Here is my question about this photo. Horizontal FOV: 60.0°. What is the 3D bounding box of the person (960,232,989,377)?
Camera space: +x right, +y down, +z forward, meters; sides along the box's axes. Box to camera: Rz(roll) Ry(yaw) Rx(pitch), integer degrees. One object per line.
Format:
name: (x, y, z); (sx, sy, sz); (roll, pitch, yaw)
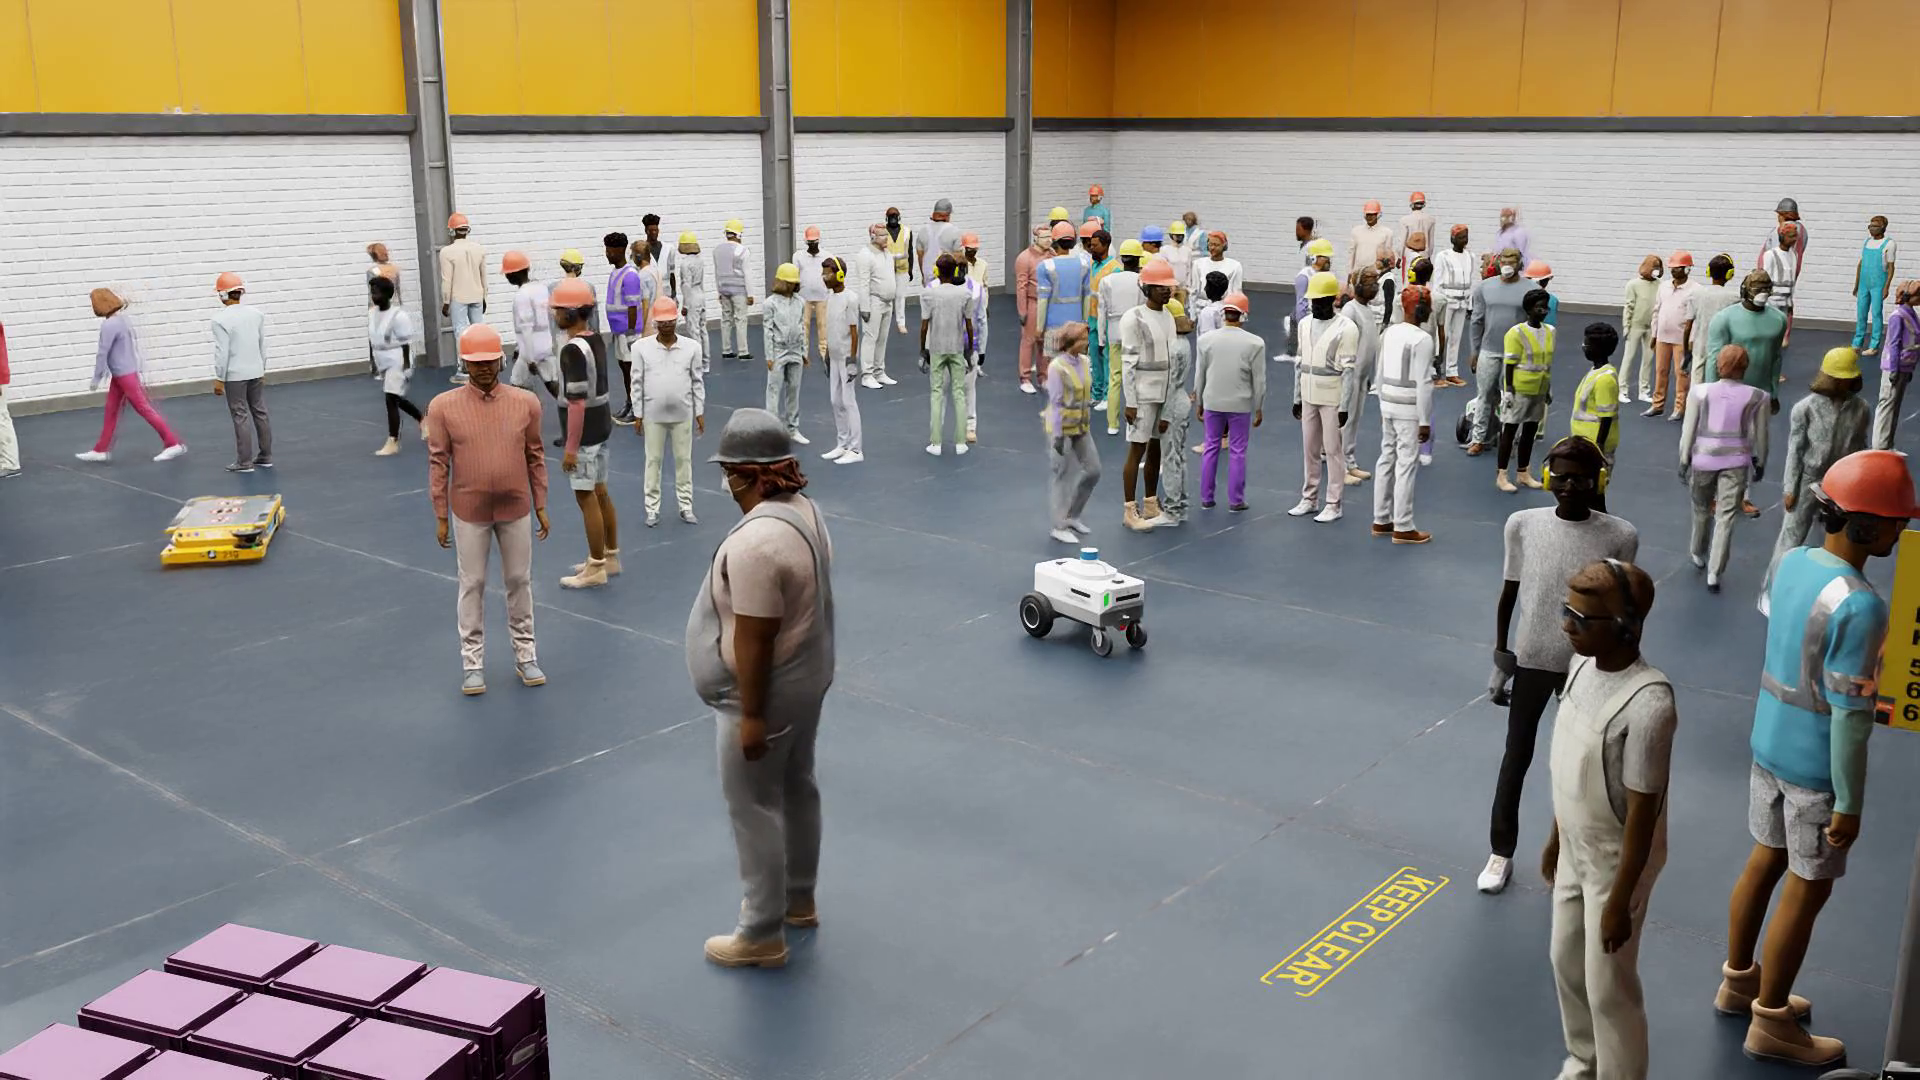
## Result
person: (0.120, -2.818, 20.017); (0.572, 1.750, 0.330); (-9, 17, -33)

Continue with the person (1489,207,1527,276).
person: (7.884, -3.866, 23.991); (0.978, 1.865, 0.657); (-3, 14, -14)

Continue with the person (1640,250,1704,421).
person: (7.379, -2.112, 17.193); (0.330, 1.751, 0.565); (-9, 17, -31)

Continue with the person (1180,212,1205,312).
person: (3.758, -4.527, 27.095); (0.538, 1.623, 0.346); (10, 17, 36)

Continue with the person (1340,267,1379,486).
person: (3.368, -1.395, 14.144); (0.342, 1.845, 0.506); (9, 17, 32)

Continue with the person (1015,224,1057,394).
person: (0.929, -2.636, 18.981); (0.643, 1.908, 0.399); (-11, 18, -38)

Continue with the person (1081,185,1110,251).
person: (2.309, -5.083, 28.573); (0.375, 1.997, 0.612); (-12, 19, -41)

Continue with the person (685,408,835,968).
person: (-0.731, 0.515, 6.115); (0.535, 2.000, 0.696); (3, 14, 12)

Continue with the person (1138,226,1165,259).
person: (2.095, -2.435, 18.136); (0.409, 1.939, 0.638); (2, 14, 10)

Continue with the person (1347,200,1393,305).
person: (5.651, -3.690, 23.010); (0.609, 1.995, 0.376); (7, 15, 25)

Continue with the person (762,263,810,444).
person: (-1.637, -1.752, 15.783); (0.484, 1.742, 0.305); (-13, 19, -41)

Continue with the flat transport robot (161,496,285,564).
flat transport robot: (-5.380, -0.106, 12.186); (0.652, 0.197, 1.431); (-4, 15, -15)

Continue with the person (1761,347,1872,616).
person: (5.270, -0.320, 10.149); (0.557, 1.734, 0.508); (-1, 14, -3)

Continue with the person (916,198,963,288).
person: (-0.227, -3.615, 22.621); (0.683, 2.000, 0.536); (8, 16, 28)

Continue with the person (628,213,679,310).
person: (-3.714, -2.979, 20.228); (0.618, 1.963, 0.361); (-8, 16, -31)

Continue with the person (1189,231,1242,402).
person: (2.785, -2.434, 18.220); (0.572, 1.883, 0.358); (7, 15, 24)

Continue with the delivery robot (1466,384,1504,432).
delivery robot: (5.157, -1.278, 16.103); (0.477, 0.478, 0.707); (9, 16, 31)

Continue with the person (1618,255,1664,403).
person: (7.518, -2.316, 18.280); (0.504, 1.628, 0.277); (-2, 14, -7)

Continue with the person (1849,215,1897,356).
person: (12.065, -3.361, 21.999); (0.326, 1.843, 0.515); (-6, 15, -22)

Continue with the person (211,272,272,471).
person: (-6.361, -1.482, 14.676); (0.327, 1.753, 0.563); (6, 15, 22)

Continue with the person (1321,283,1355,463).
person: (3.380, -1.466, 14.843); (0.307, 1.640, 0.525); (-2, 14, -8)

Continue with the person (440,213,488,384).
person: (-5.850, -2.846, 19.641); (0.379, 1.995, 0.612); (11, 18, 38)

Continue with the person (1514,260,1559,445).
person: (5.467, -1.784, 15.881); (0.328, 1.753, 0.560); (11, 18, 38)

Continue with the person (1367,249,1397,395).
person: (4.785, -2.463, 18.829); (0.307, 1.639, 0.525); (1, 14, 5)

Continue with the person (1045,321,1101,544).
person: (0.801, -0.780, 12.132); (0.358, 1.629, 0.555); (11, 18, 37)

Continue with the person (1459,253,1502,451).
person: (4.967, -1.755, 15.582); (0.389, 1.846, 0.567); (9, 16, 31)

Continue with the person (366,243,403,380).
person: (-6.875, -2.731, 19.943); (0.331, 1.626, 0.576); (5, 15, 21)

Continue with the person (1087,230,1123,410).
person: (1.527, -2.361, 17.854); (0.384, 1.918, 0.596); (-8, 16, -28)

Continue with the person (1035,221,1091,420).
person: (1.043, -2.239, 17.116); (0.608, 2.044, 0.377); (-6, 15, -24)

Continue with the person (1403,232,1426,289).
person: (5.982, -3.236, 21.929); (0.278, 1.634, 0.497); (0, 14, 0)

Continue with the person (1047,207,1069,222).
person: (1.353, -3.522, 22.478); (0.375, 1.929, 0.585); (4, 15, 15)

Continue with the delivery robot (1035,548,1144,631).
delivery robot: (0.763, 0.290, 9.838); (0.477, 0.478, 0.707); (-10, 17, -35)

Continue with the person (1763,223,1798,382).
person: (9.661, -2.797, 19.669); (0.577, 1.882, 0.349); (-9, 17, -32)

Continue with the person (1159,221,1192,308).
person: (2.845, -3.322, 22.005); (0.523, 1.769, 0.323); (-7, 16, -26)

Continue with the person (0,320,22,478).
person: (-8.445, -1.410, 14.421); (0.348, 1.740, 0.574); (-13, 19, -43)

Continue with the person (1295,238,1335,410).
person: (3.812, -2.297, 17.773); (0.599, 1.830, 0.404); (-13, 19, -43)

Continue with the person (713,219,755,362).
person: (-2.903, -3.219, 21.474); (0.592, 1.826, 0.403); (9, 17, 32)

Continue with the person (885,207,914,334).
person: (-0.971, -3.928, 24.274); (0.624, 1.844, 0.430); (-3, 14, -12)

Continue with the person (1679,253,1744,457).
person: (6.854, -1.670, 15.192); (0.521, 1.873, 0.335); (12, 18, 40)
